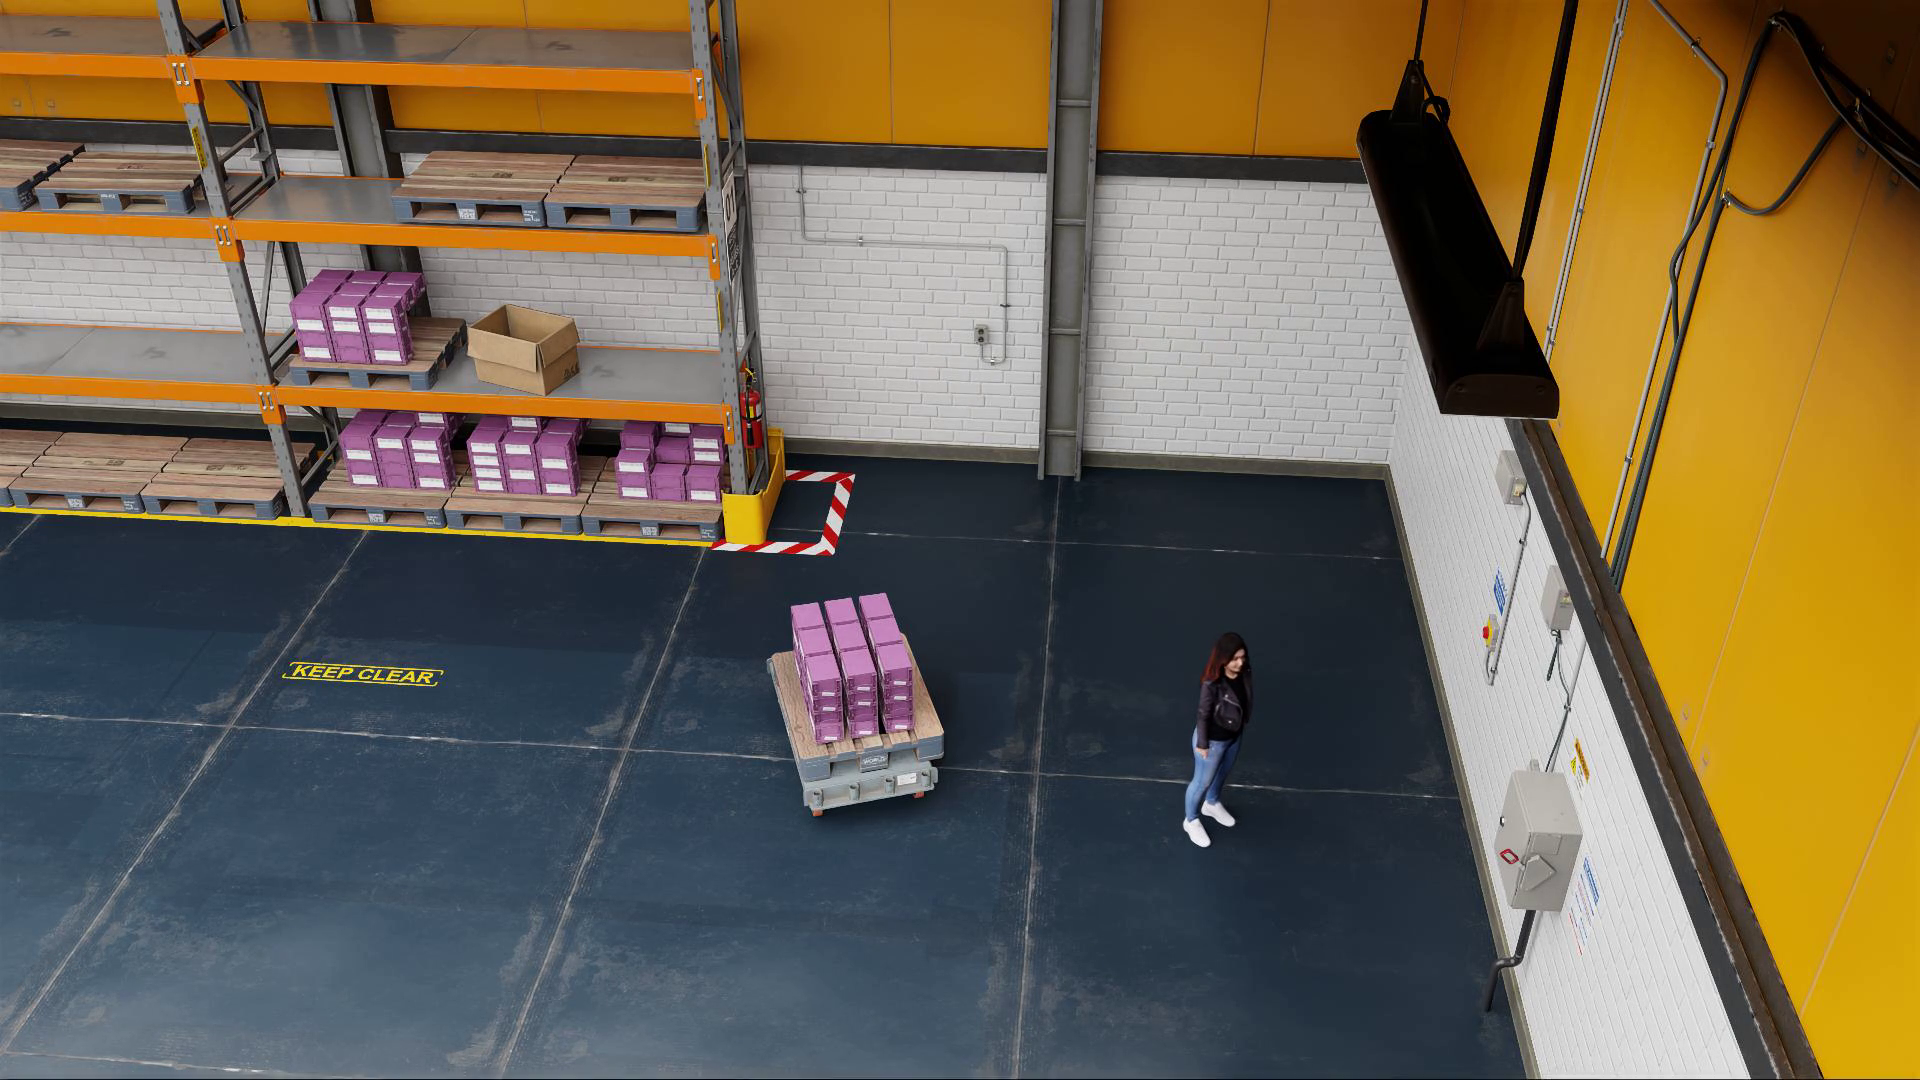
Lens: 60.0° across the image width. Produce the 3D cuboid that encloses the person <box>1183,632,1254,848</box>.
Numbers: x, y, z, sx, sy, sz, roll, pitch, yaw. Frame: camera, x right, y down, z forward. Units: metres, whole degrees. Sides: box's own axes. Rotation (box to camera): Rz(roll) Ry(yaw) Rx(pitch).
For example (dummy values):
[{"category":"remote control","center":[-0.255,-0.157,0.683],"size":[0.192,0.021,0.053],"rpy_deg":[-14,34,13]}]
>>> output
[{"category":"person","center":[1.721,1.287,11.016],"size":[0.728,1.633,0.771],"rpy_deg":[-28,43,-36]}]
